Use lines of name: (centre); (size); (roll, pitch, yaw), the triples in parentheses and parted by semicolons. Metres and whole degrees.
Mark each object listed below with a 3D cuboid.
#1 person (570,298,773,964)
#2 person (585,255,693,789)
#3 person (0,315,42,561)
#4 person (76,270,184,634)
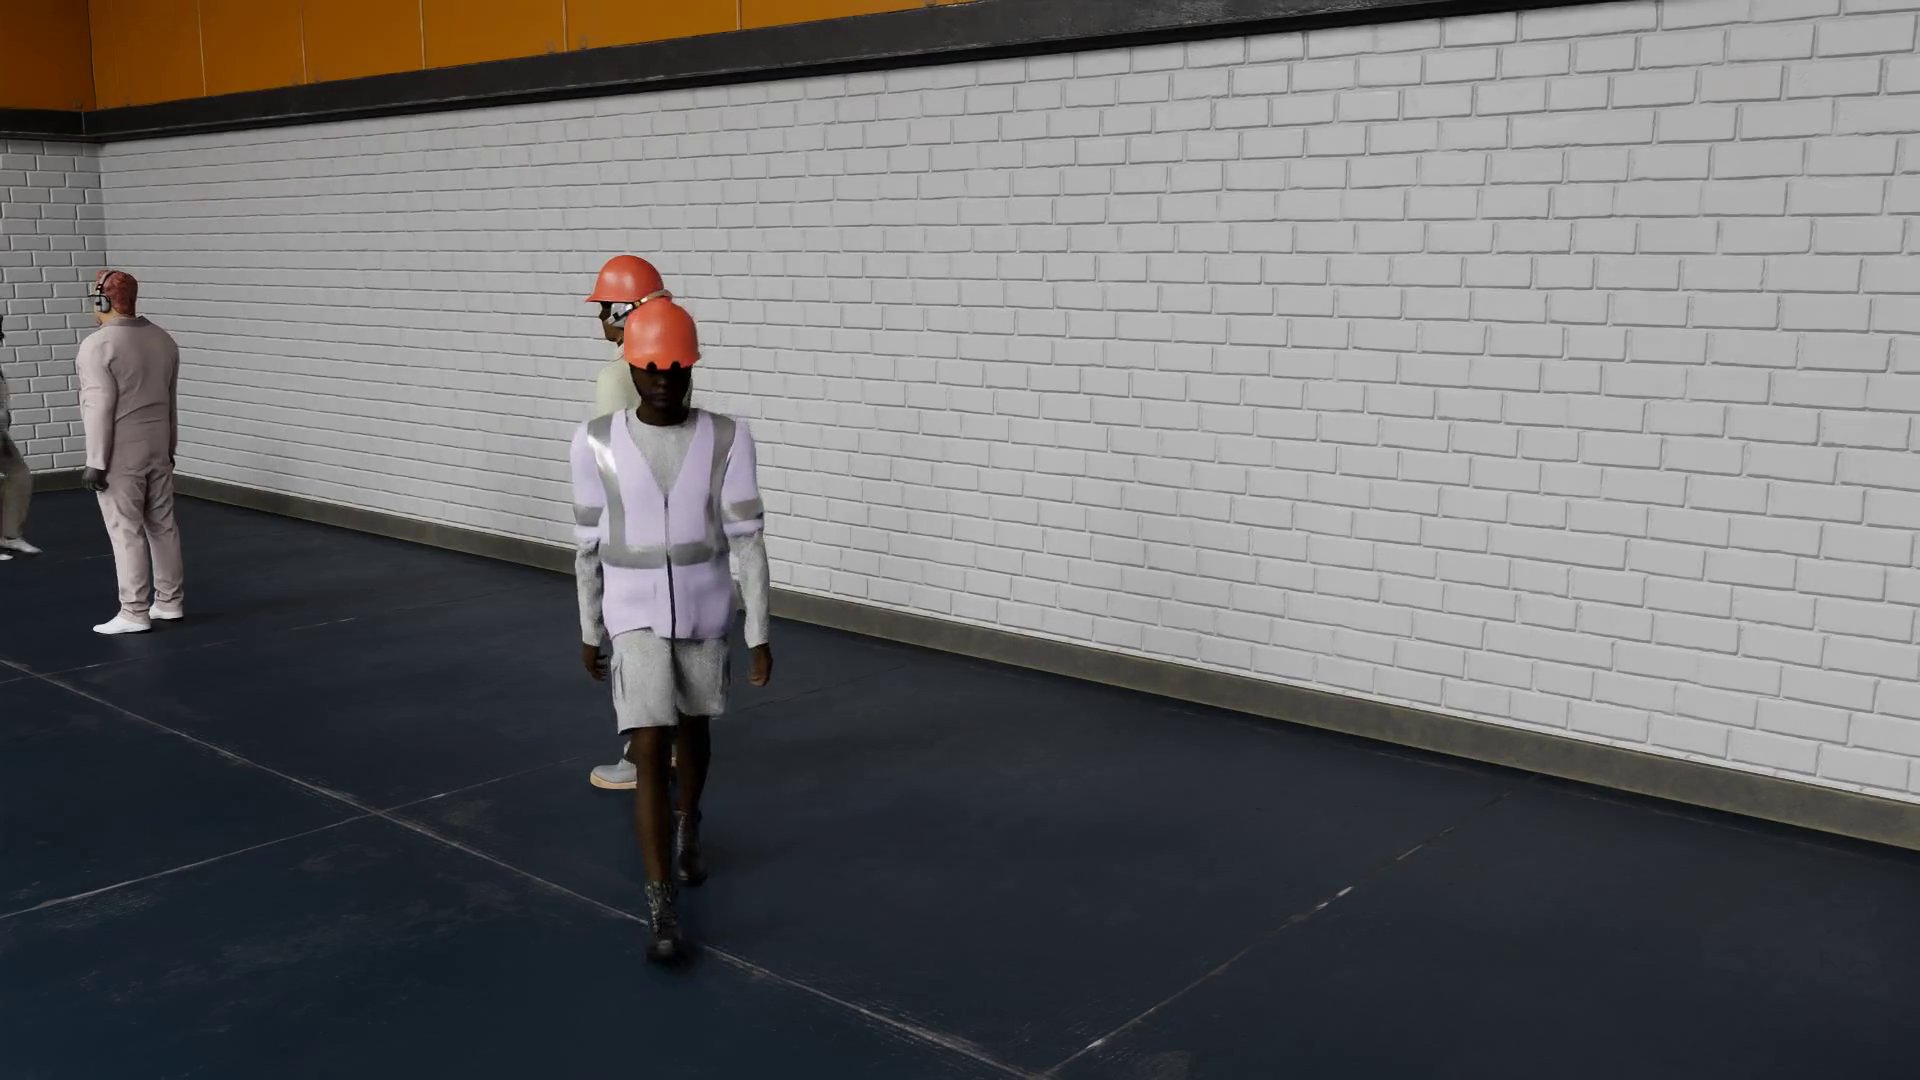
person: (-0.854, 0.231, 4.955); (0.561, 1.880, 1.010); (-2, 10, -14)
person: (-1.200, -0.061, 6.260); (0.376, 1.995, 0.609); (2, 10, 13)
person: (-6.195, -0.659, 10.718); (0.521, 1.623, 0.519); (-3, 10, -16)
person: (-4.397, -0.460, 8.781); (0.409, 1.907, 0.651); (2, 10, 11)
